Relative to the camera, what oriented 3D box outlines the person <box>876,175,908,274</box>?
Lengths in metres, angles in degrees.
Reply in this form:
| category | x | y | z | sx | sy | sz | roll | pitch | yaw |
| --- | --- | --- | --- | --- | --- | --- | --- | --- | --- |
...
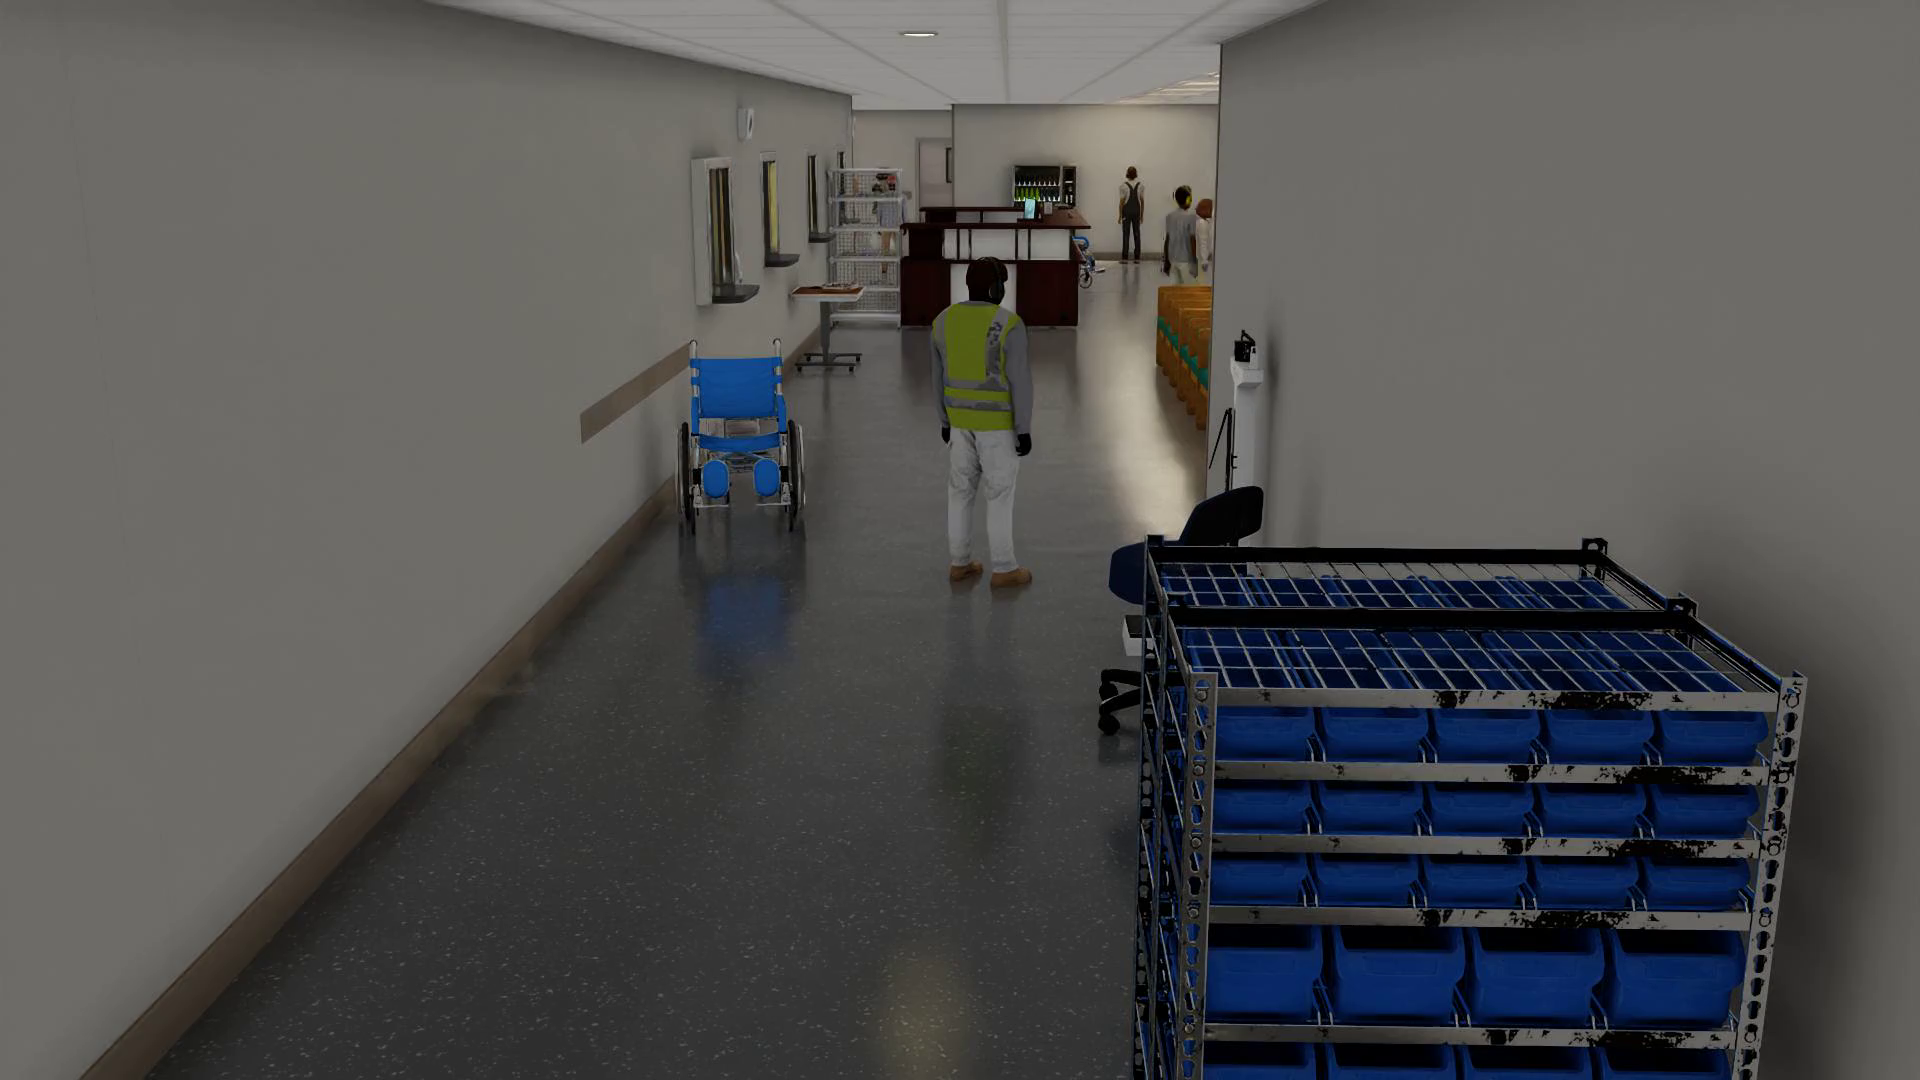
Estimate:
| category | x | y | z | sx | sy | sz | roll | pitch | yaw |
| --- | --- | --- | --- | --- | --- | --- | --- | --- | --- |
| person | -1.206 | -5.617 | 29.641 | 0.563 | 1.742 | 0.361 | 0 | 14 | 1 |

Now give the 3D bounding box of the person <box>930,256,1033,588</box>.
| category | x | y | z | sx | sy | sz | roll | pitch | yaw |
| --- | --- | --- | --- | --- | --- | --- | --- | --- | --- |
| person | 0.147 | -0.651 | 9.281 | 0.633 | 1.843 | 0.429 | 10 | 17 | 34 |

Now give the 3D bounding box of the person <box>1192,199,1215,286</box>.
| category | x | y | z | sx | sy | sz | roll | pitch | yaw |
| --- | --- | --- | --- | --- | --- | --- | --- | --- | --- |
| person | 3.229 | -3.721 | 22.189 | 0.299 | 1.627 | 0.551 | 1 | 14 | 3 |

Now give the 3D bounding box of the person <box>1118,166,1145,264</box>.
| category | x | y | z | sx | sy | sz | roll | pitch | yaw |
| --- | --- | --- | --- | --- | --- | --- | --- | --- | --- |
| person | 3.270 | -6.205 | 31.812 | 0.508 | 1.846 | 0.345 | -3 | 14 | -11 |

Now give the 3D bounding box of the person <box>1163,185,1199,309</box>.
| category | x | y | z | sx | sy | sz | roll | pitch | yaw |
| --- | --- | --- | --- | --- | --- | --- | --- | --- | --- |
| person | 2.707 | -3.462 | 20.665 | 0.582 | 1.854 | 0.540 | -10 | 17 | -34 |

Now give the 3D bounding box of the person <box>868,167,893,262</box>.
| category | x | y | z | sx | sy | sz | roll | pitch | yaw |
| --- | --- | --- | --- | --- | --- | --- | --- | --- | --- |
| person | -1.583 | -6.291 | 32.207 | 0.680 | 1.821 | 0.651 | 9 | 17 | 33 |
